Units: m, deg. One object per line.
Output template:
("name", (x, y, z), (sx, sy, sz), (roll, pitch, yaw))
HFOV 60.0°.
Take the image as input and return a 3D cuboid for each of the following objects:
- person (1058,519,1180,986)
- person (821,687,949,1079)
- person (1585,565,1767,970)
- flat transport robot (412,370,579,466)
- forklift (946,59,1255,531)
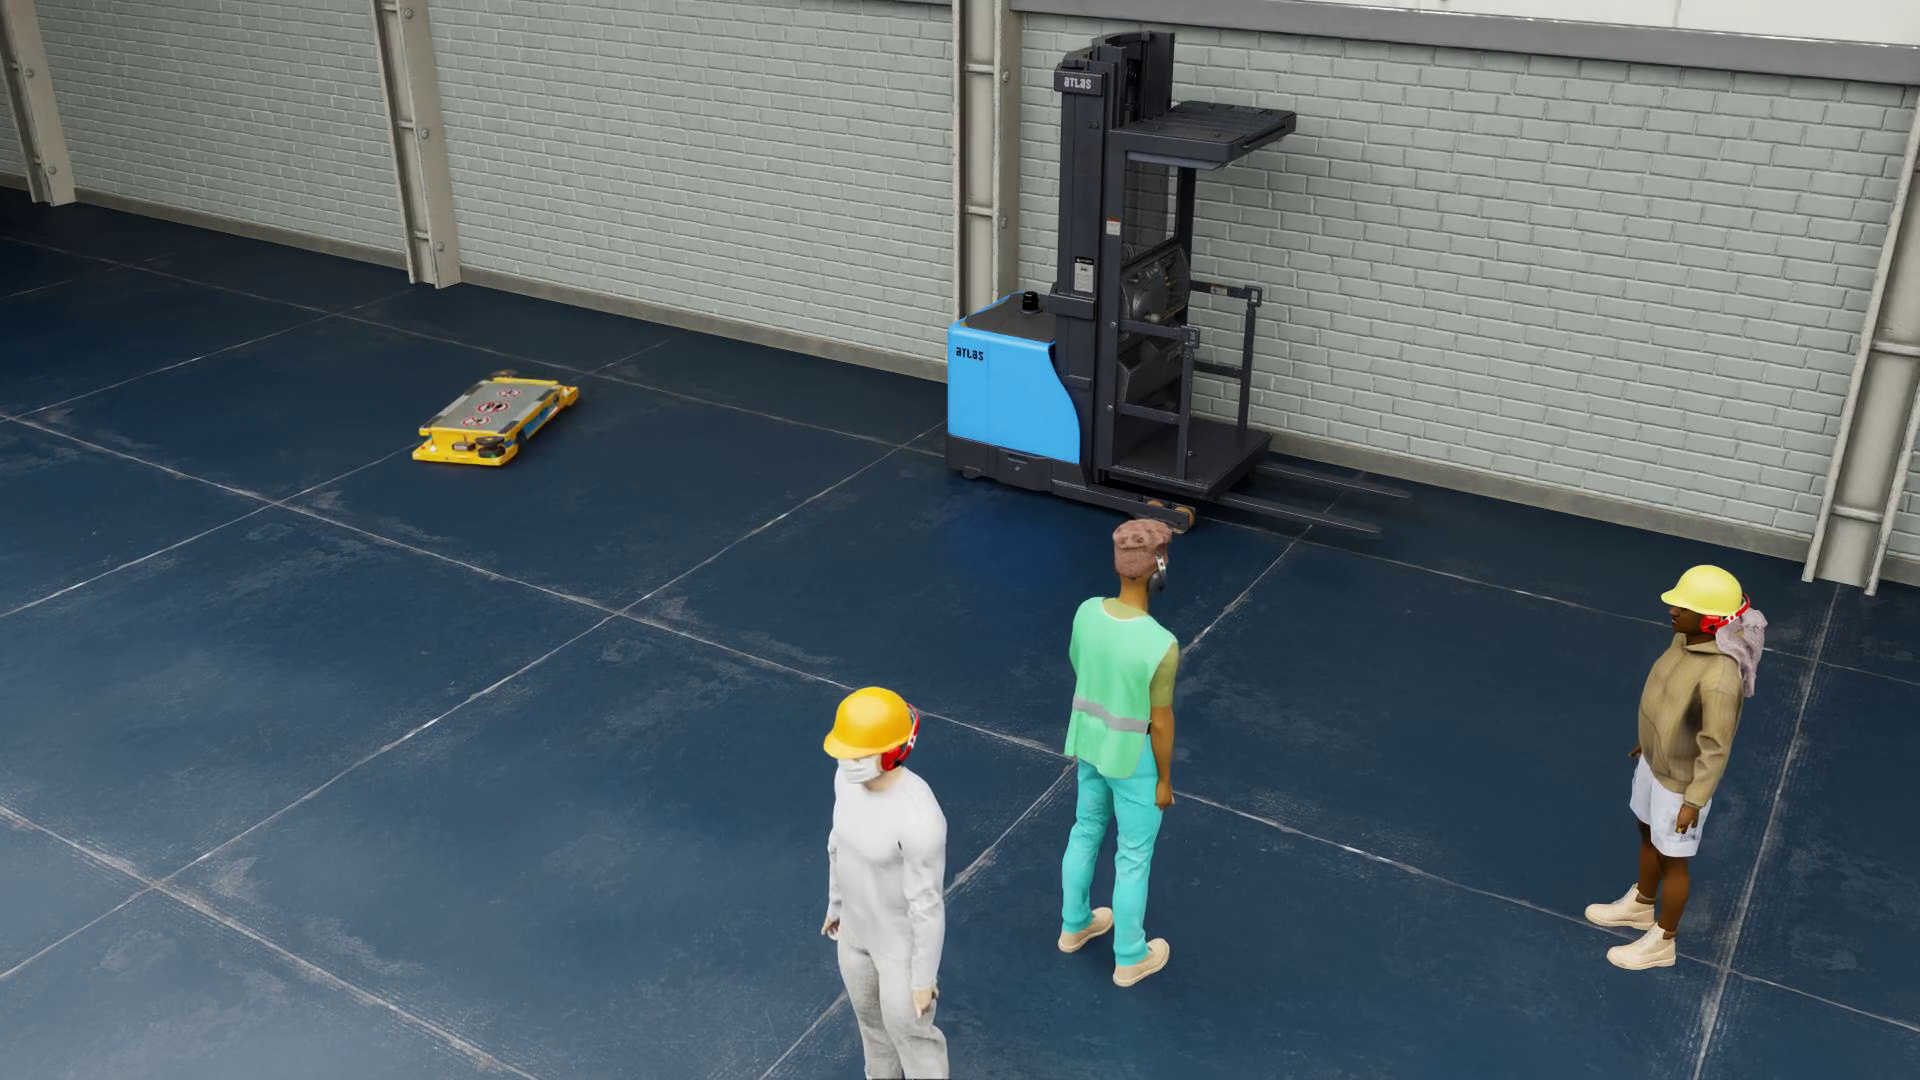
("person", (0.621, 0.843, 6.498), (0.390, 1.971, 0.479), (-22, 33, -38))
("person", (-0.265, 1.316, 5.584), (0.380, 1.889, 0.561), (-18, 31, -34))
("person", (2.862, 0.903, 6.597), (0.401, 1.762, 0.552), (1, 25, 2))
("flat transport robot", (-3.373, -0.898, 12.158), (0.659, 0.231, 1.431), (4, 26, 9))
("forklift", (0.933, -1.707, 10.833), (1.873, 2.768, 1.129), (15, 29, 28))
